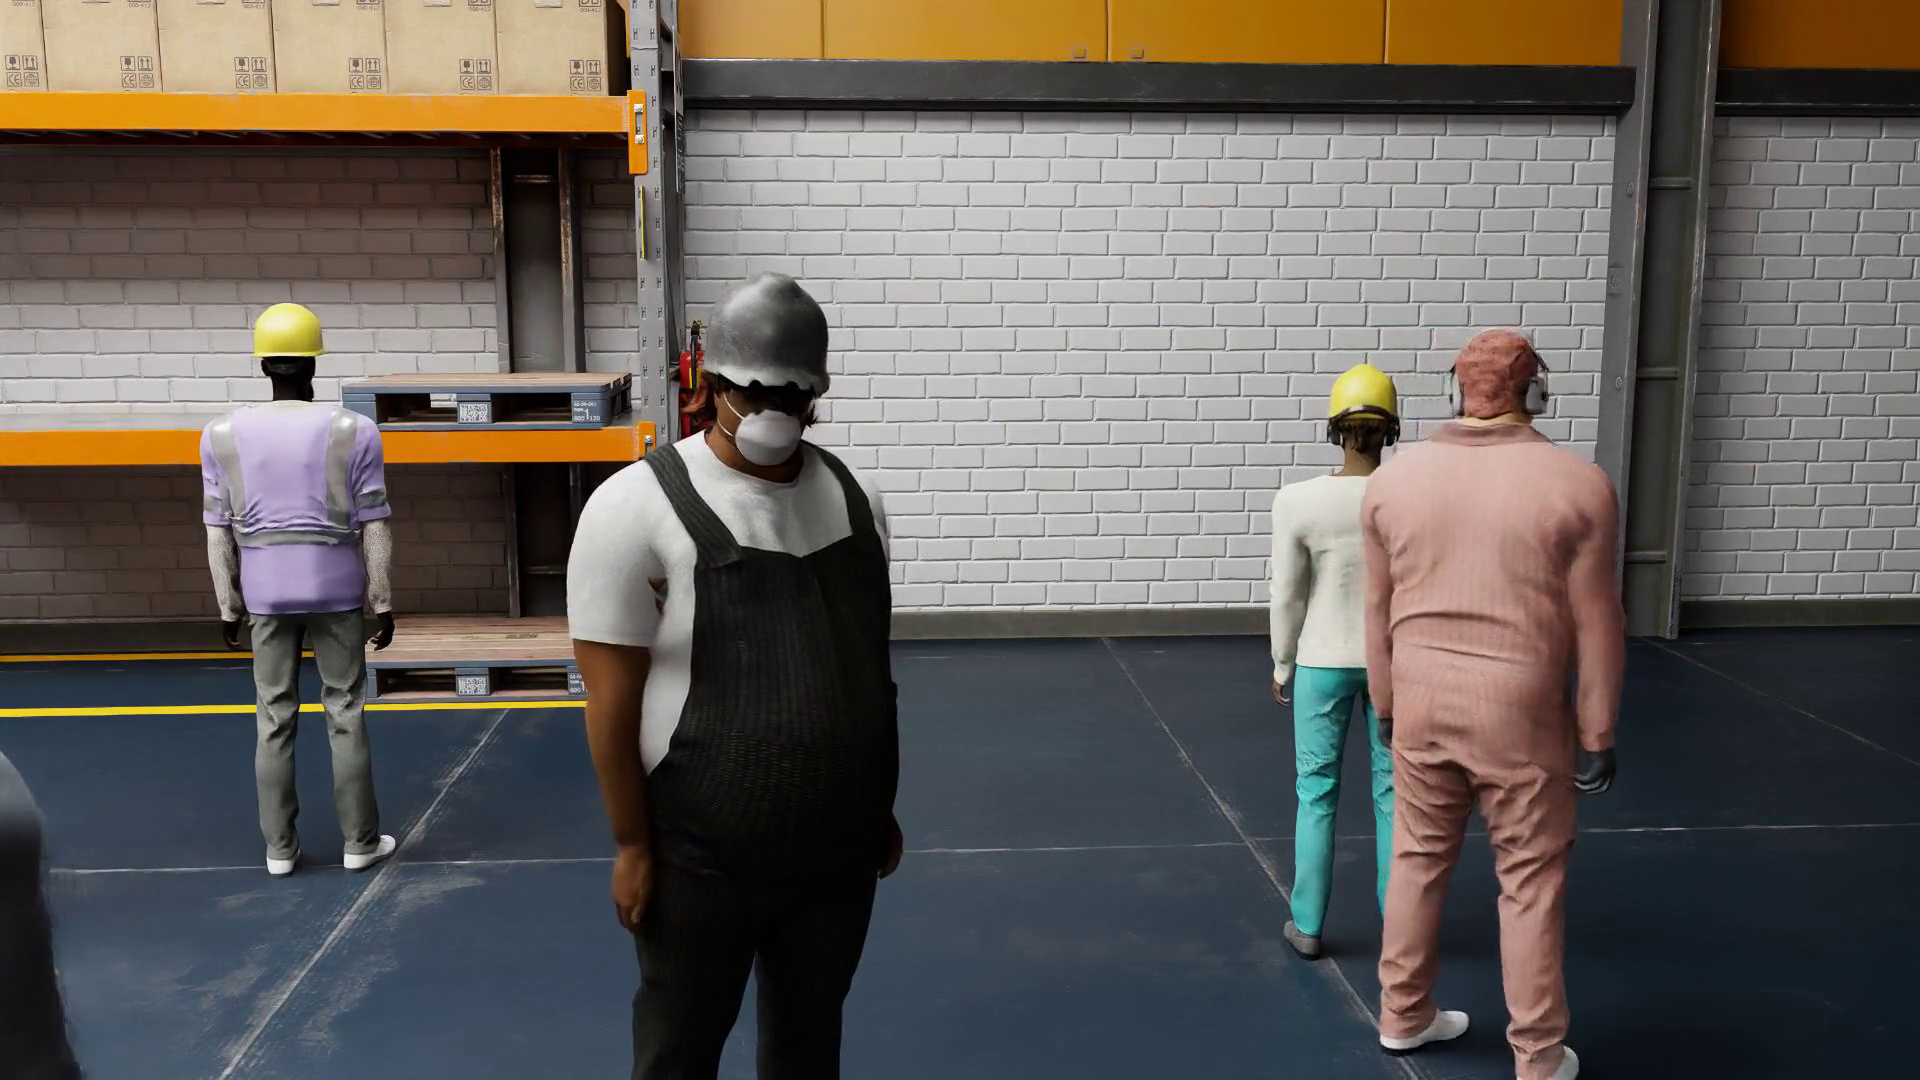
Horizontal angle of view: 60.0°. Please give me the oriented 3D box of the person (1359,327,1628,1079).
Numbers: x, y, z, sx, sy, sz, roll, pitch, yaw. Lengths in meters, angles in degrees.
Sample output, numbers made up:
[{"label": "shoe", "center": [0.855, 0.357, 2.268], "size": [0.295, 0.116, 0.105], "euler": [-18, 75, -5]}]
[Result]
[{"label": "person", "center": [1.313, 0.428, 4.138], "size": [0.652, 1.898, 0.398], "euler": [7, 11, 37]}]

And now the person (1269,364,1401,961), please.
[{"label": "person", "center": [1.167, 0.371, 4.885], "size": [0.525, 1.770, 0.307], "euler": [1, 9, 9]}]

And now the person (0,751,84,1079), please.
[{"label": "person", "center": [-1.221, 0.820, 1.653], "size": [0.655, 1.903, 0.912], "euler": [-6, 11, -33]}]

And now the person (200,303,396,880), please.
[{"label": "person", "center": [-2.196, 0.179, 5.578], "size": [0.589, 1.930, 0.361], "euler": [-1, 9, -9]}]
